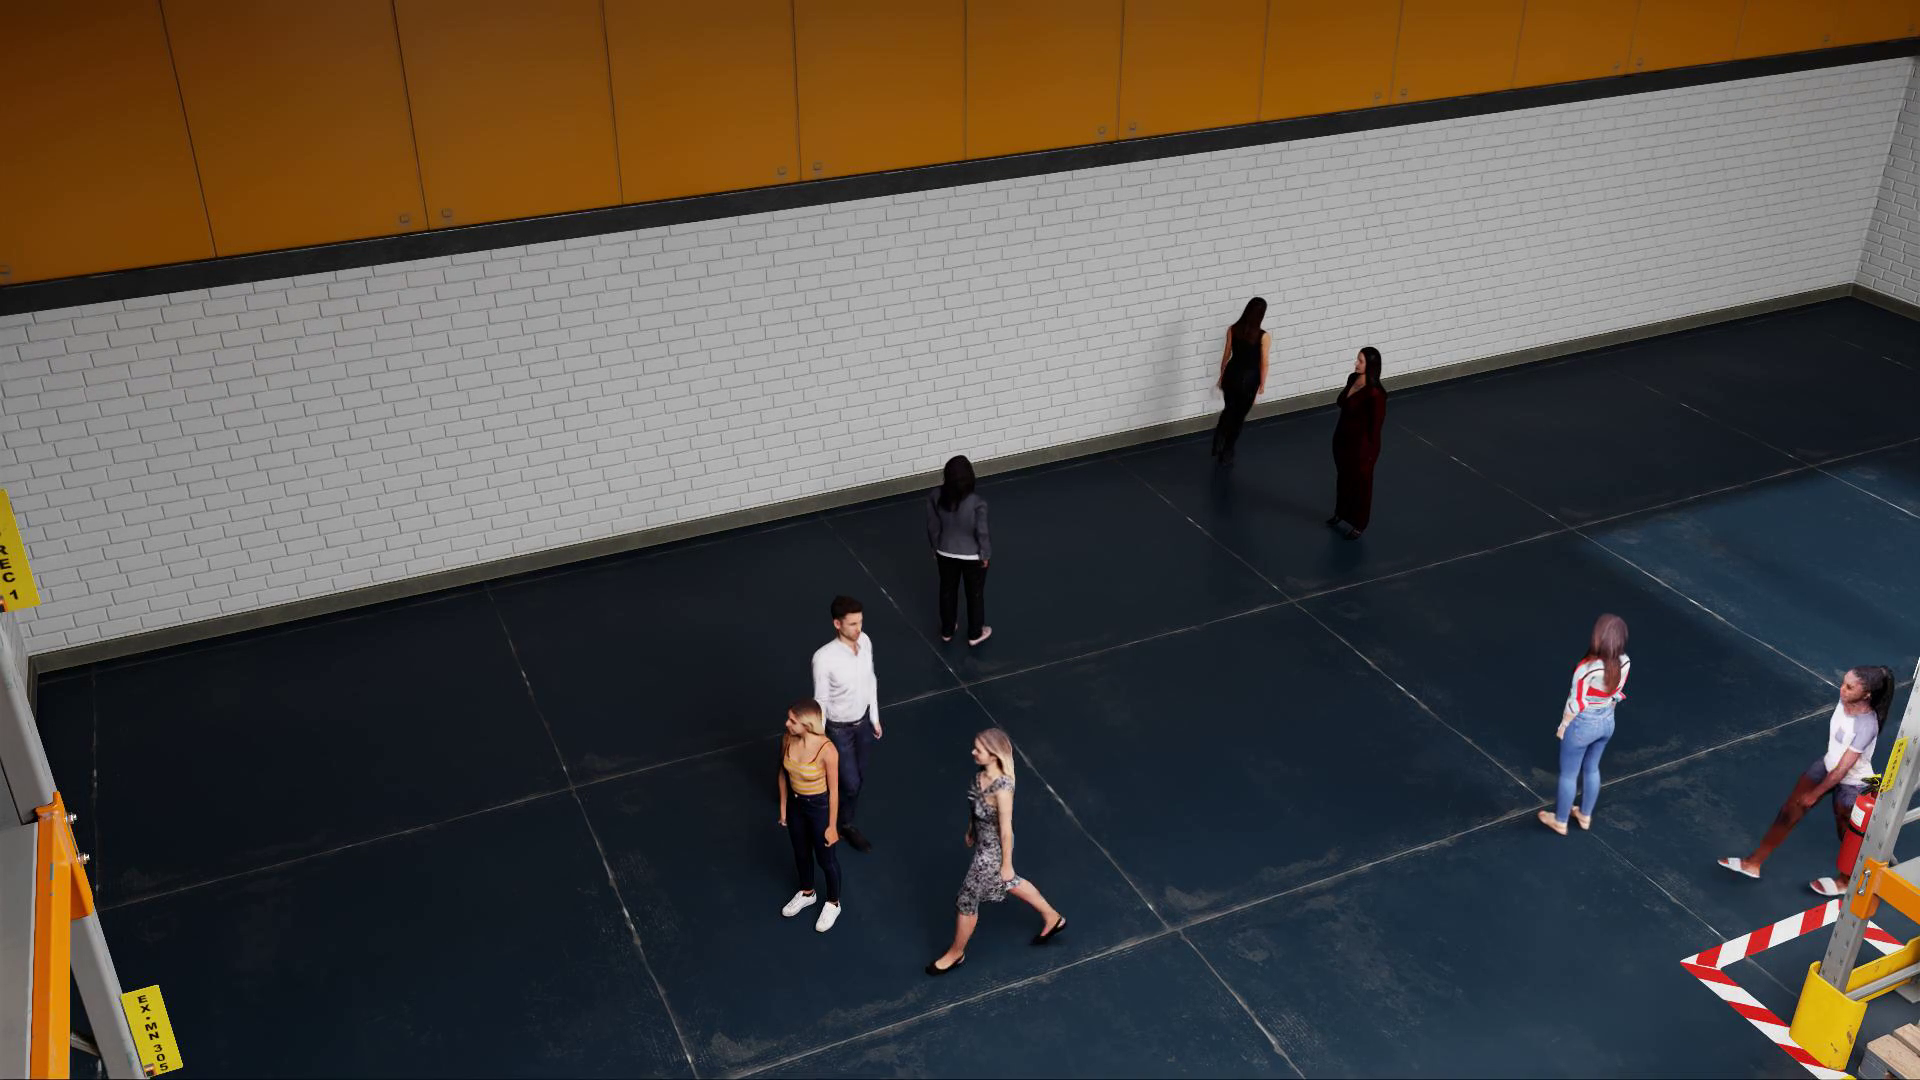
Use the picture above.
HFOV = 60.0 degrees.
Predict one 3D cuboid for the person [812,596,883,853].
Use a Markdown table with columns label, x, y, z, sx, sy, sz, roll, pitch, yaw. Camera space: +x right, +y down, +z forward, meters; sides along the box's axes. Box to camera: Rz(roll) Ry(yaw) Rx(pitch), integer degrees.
| label | x | y | z | sx | sy | sz | roll | pitch | yaw |
| --- | --- | --- | --- | --- | --- | --- | --- | --- | --- |
| person | -0.790 | 1.134 | 10.655 | 0.815 | 1.855 | 0.744 | 24 | 37 | 37 |

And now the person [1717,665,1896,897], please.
| label | x | y | z | sx | sy | sz | roll | pitch | yaw |
| --- | --- | --- | --- | --- | --- | --- | --- | --- | --- |
| person | 5.460 | 1.517 | 10.129 | 0.997 | 1.687 | 1.087 | 2 | 29 | 3 |

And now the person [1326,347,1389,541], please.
| label | x | y | z | sx | sy | sz | roll | pitch | yaw |
| --- | --- | --- | --- | --- | --- | --- | --- | --- | --- |
| person | 3.453 | -0.855 | 14.405 | 0.737 | 1.757 | 0.560 | -9 | 30 | -17 |

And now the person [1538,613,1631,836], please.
| label | x | y | z | sx | sy | sz | roll | pitch | yaw |
| --- | --- | --- | --- | --- | --- | --- | --- | --- | --- |
| person | 4.092 | 1.197 | 10.794 | 0.582 | 1.611 | 0.485 | -12 | 31 | -21 |

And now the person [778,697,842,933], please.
| label | x | y | z | sx | sy | sz | roll | pitch | yaw |
| --- | --- | --- | --- | --- | --- | --- | --- | --- | --- |
| person | -0.888 | 1.622 | 9.998 | 0.597 | 1.627 | 0.708 | 18 | 33 | 30 |

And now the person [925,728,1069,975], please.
| label | x | y | z | sx | sy | sz | roll | pitch | yaw |
| --- | --- | --- | --- | --- | --- | --- | --- | --- | --- |
| person | 0.279 | 1.789 | 9.653 | 0.823 | 1.666 | 1.113 | -5 | 29 | -10 |

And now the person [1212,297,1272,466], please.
| label | x | y | z | sx | sy | sz | roll | pitch | yaw |
| --- | --- | --- | --- | --- | --- | --- | --- | --- | --- |
| person | 2.619 | -1.431 | 15.554 | 0.723 | 1.667 | 0.807 | 14 | 32 | 24 |

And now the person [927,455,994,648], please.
| label | x | y | z | sx | sy | sz | roll | pitch | yaw |
| --- | --- | --- | --- | --- | --- | --- | --- | --- | --- |
| person | 0.011 | 0.077 | 12.863 | 0.792 | 1.597 | 0.861 | 12 | 31 | 21 |
